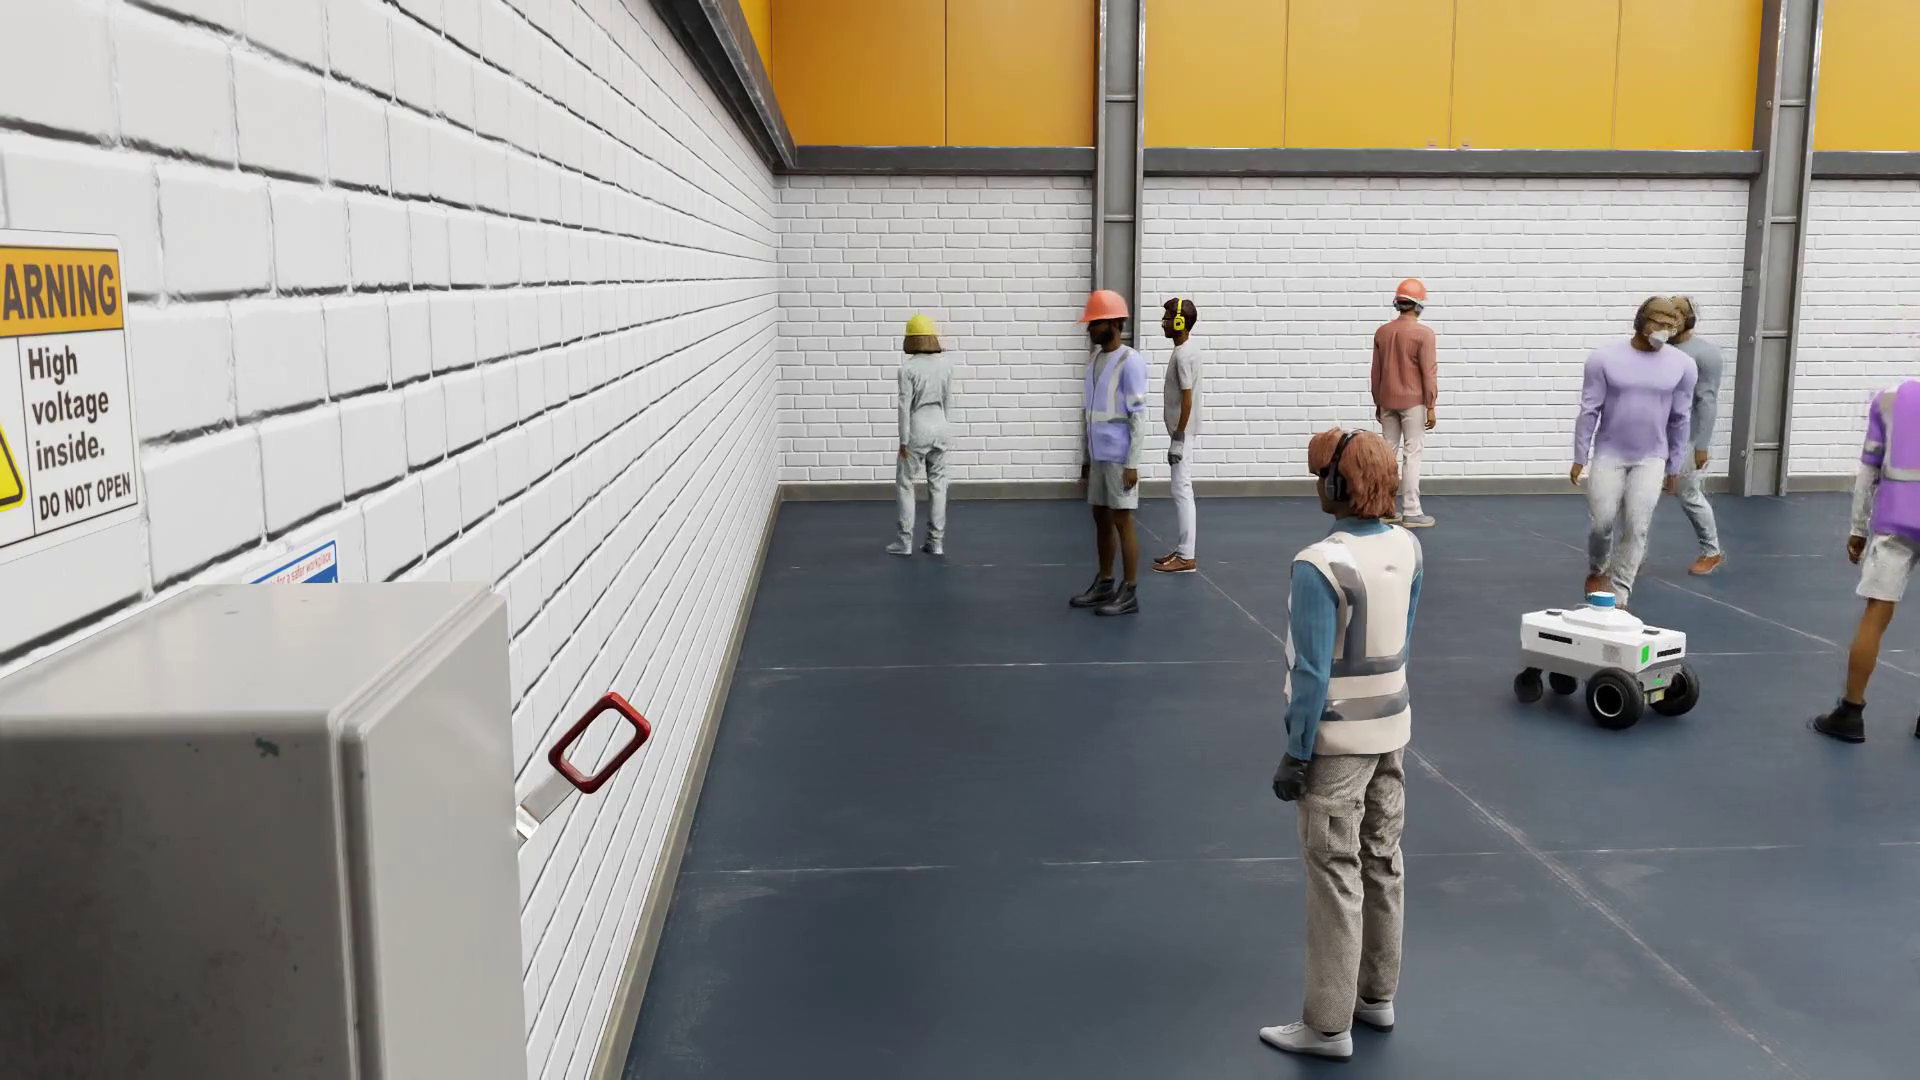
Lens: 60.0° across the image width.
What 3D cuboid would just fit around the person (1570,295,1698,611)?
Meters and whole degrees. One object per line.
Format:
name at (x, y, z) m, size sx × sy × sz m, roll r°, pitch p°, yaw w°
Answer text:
person at (3.918, -0.472, 9.726) m, size 0.664 × 1.913 × 0.562 m, roll 2°, pitch 9°, yaw 15°

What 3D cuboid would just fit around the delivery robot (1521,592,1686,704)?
delivery robot at (2.956, 0.483, 7.682) m, size 0.477 × 0.478 × 0.707 m, roll -6°, pitch 11°, yaw -33°

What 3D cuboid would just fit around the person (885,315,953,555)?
person at (-0.280, -0.754, 12.053) m, size 0.502 × 1.737 × 0.382 m, roll -6°, pitch 11°, yaw -34°

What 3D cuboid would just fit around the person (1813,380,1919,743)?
person at (4.114, -0.049, 7.171) m, size 0.601 × 1.898 × 0.608 m, roll -7°, pitch 11°, yaw -36°

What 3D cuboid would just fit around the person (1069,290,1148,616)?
person at (0.886, -0.517, 9.938) m, size 0.380 × 1.936 × 0.551 m, roll -4°, pitch 10°, yaw -26°

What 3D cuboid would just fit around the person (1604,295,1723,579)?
person at (4.766, -0.683, 11.108) m, size 0.921 × 1.904 × 0.644 m, roll -4°, pitch 10°, yaw -25°

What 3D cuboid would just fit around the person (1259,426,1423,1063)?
person at (1.003, 0.526, 4.309) m, size 0.308 × 1.641 × 0.514 m, roll 9°, pitch 12°, yaw 43°

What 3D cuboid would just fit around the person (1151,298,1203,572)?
person at (1.488, -0.712, 11.366) m, size 0.319 × 1.871 × 0.532 m, roll 2°, pitch 9°, yaw 11°

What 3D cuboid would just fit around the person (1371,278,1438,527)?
person at (3.598, -1.101, 13.415) m, size 0.388 × 1.993 × 0.624 m, roll -6°, pitch 11°, yaw -34°
